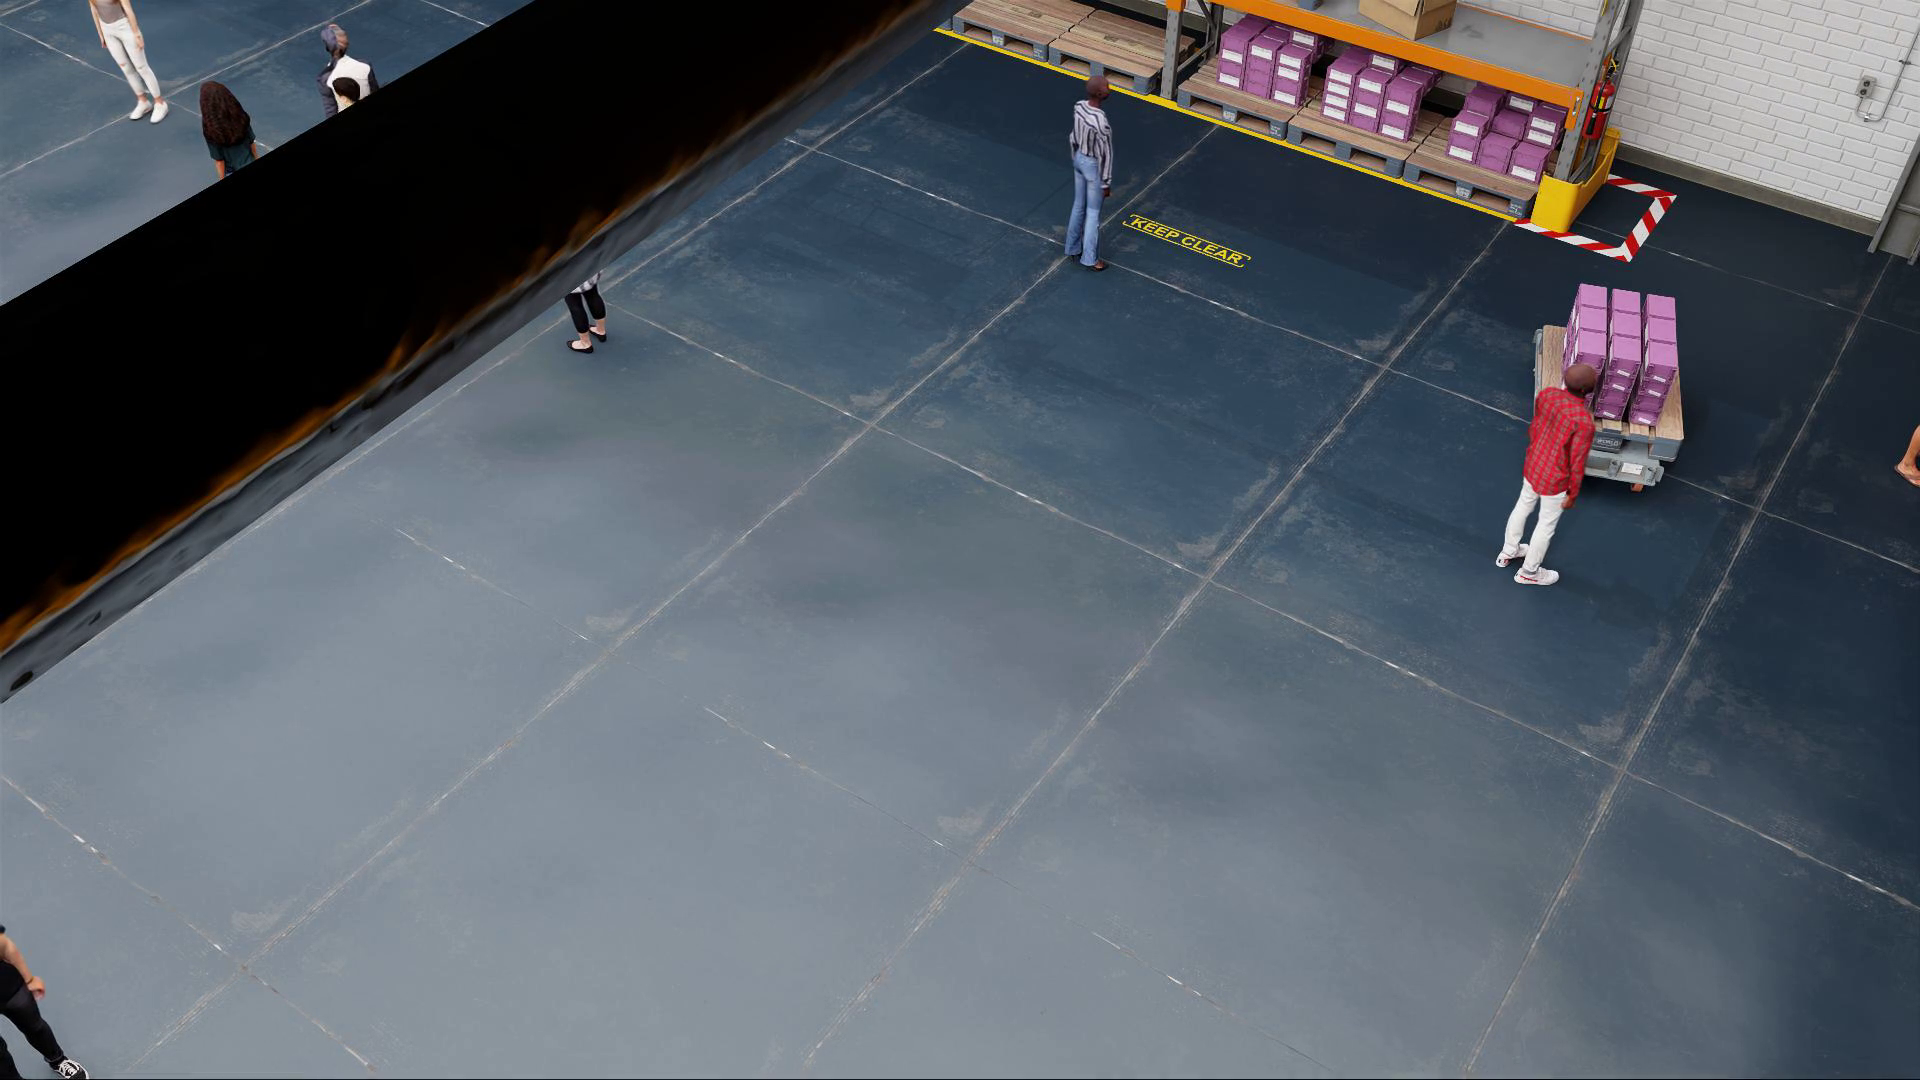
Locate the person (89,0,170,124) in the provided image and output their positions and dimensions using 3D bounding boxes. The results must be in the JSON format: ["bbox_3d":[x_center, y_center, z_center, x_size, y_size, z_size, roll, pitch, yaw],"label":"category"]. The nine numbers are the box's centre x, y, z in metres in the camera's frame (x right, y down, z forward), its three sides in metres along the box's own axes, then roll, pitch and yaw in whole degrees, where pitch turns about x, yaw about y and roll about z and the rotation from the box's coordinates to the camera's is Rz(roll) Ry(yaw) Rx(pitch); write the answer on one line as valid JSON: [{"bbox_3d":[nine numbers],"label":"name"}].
[{"bbox_3d":[-8.057,-4.871,15.992,0.595,1.718,0.723,7,44,8],"label":"person"}]

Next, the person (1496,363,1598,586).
[{"bbox_3d":[4.010,-0.465,11.293,0.813,1.820,0.711,-15,46,-15],"label":"person"}]

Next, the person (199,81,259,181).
[{"bbox_3d":[-6.197,-3.186,14.297,0.591,1.617,0.597,28,50,26],"label":"person"}]

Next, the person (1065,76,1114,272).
[{"bbox_3d":[1.107,-3.109,14.086,0.768,1.795,0.624,-22,48,-22],"label":"person"}]

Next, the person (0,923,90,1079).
[{"bbox_3d":[-4.922,2.292,8.389,0.560,1.834,0.666,33,52,30],"label":"person"}]

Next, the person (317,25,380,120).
[{"bbox_3d":[-5.235,-3.586,14.515,0.734,1.893,0.671,-31,52,-29],"label":"person"}]
